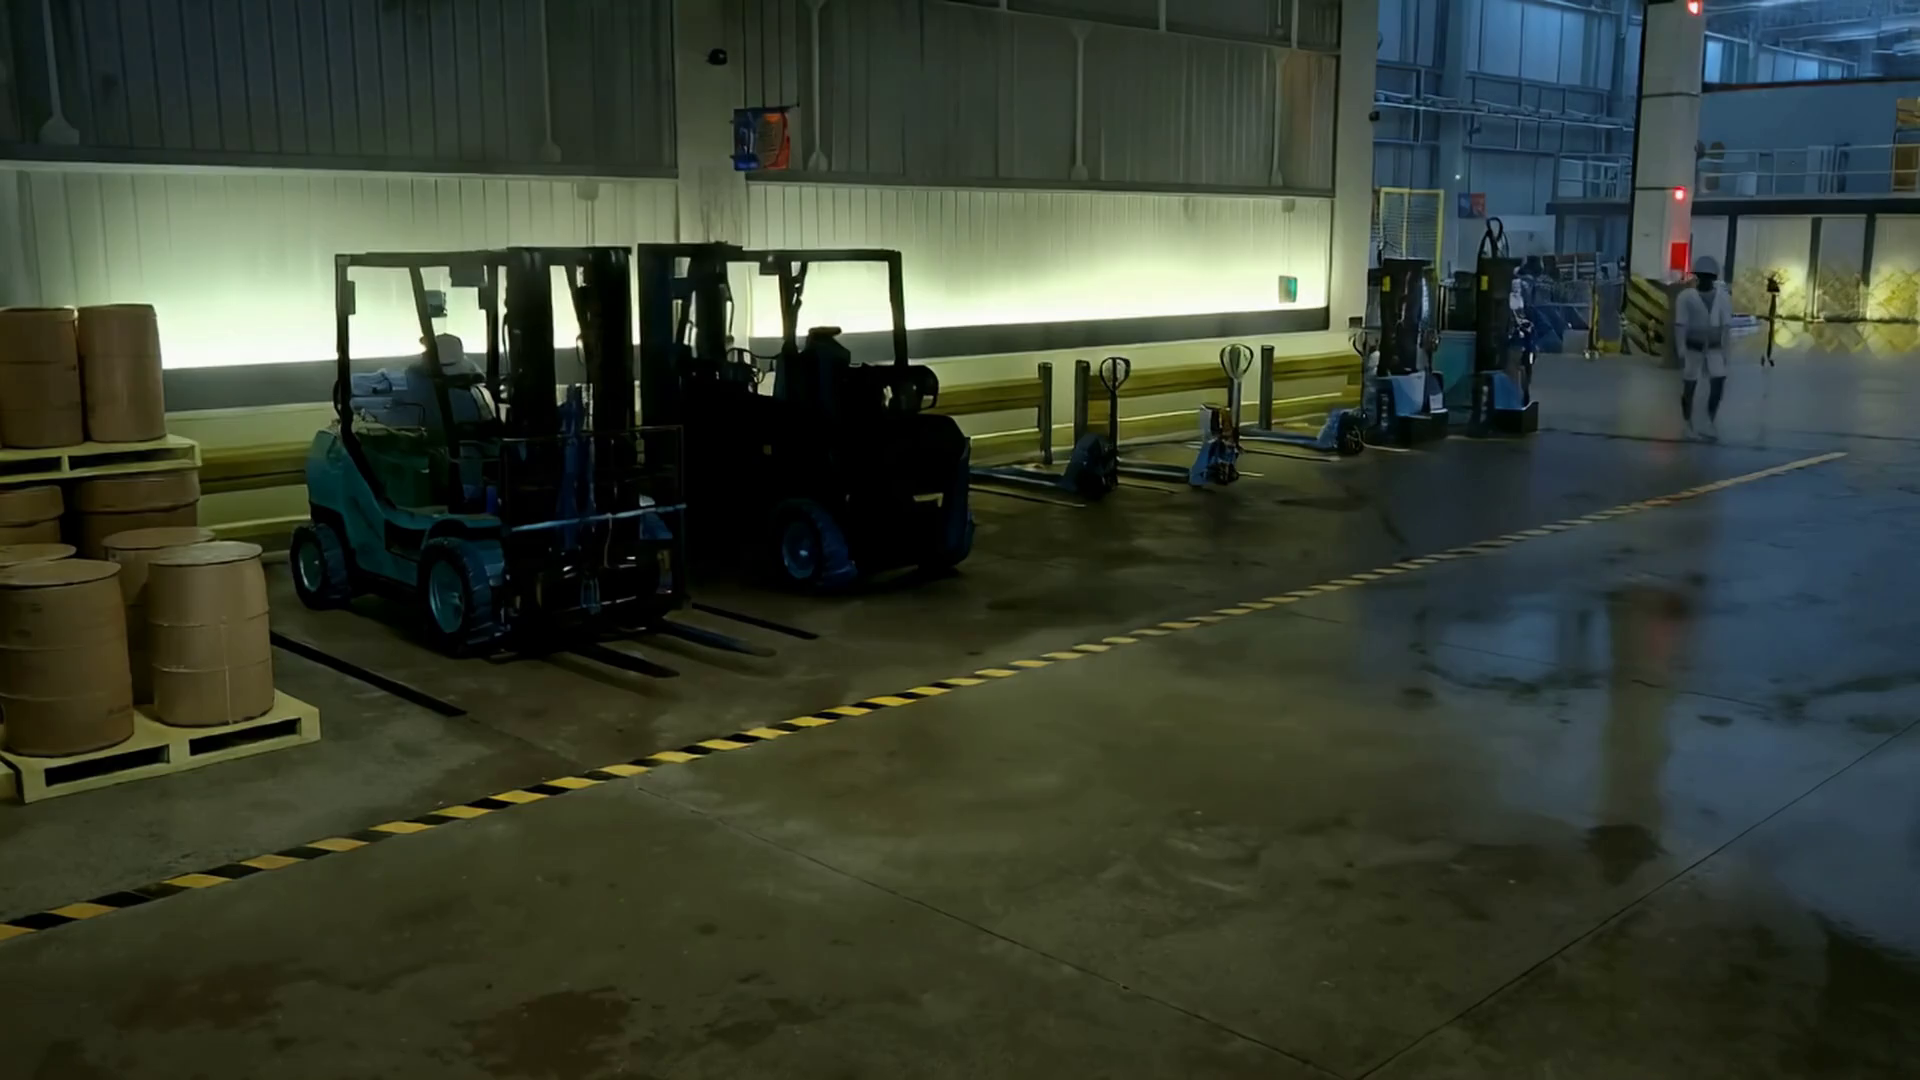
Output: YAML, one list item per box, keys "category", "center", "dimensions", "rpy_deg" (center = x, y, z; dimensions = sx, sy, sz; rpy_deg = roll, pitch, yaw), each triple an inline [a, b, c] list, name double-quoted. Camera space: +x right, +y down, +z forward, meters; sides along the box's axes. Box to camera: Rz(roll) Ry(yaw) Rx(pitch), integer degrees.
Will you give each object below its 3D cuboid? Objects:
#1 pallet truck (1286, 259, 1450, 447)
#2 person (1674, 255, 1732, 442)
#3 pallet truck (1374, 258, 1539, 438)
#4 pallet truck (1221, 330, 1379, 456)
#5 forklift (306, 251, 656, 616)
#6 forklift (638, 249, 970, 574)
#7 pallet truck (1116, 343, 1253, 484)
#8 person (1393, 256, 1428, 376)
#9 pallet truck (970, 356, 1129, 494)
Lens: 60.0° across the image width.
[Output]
- category: "pallet truck"
  center: [4.493, -2.078, 18.196]
  dimensions: [0.823, 1.965, 1.885]
  rpy_deg: [-9, 14, -40]
- category: "person"
  center: [8.069, -2.054, 18.003]
  dimensions: [0.636, 2.015, 0.768]
  rpy_deg: [0, 10, 0]
- category: "pallet truck"
  center: [5.704, -2.208, 18.901]
  dimensions: [1.885, 1.965, 0.823]
  rpy_deg: [10, 14, 43]
- category: "pallet truck"
  center: [3.563, -1.581, 17.381]
  dimensions: [0.653, 1.274, 1.630]
  rpy_deg: [-10, 14, -44]
- category: "forklift"
  center: [-2.833, -0.669, 9.694]
  dimensions: [1.157, 1.987, 2.680]
  rpy_deg: [-10, 14, -44]
- category: "forklift"
  center: [-1.173, -0.958, 11.239]
  dimensions: [2.680, 1.987, 1.157]
  rpy_deg: [10, 14, 43]
- category: "pallet truck"
  center: [1.962, -1.215, 15.415]
  dimensions: [1.522, 1.261, 0.704]
  rpy_deg: [10, 14, 43]
- category: "person"
  center: [7.145, -3.578, 26.621]
  dimensions: [0.651, 1.906, 0.402]
  rpy_deg: [3, 11, 17]
- category: "pallet truck"
  center: [0.784, -1.085, 14.876]
  dimensions: [0.680, 1.201, 1.601]
  rpy_deg: [-10, 14, -44]
